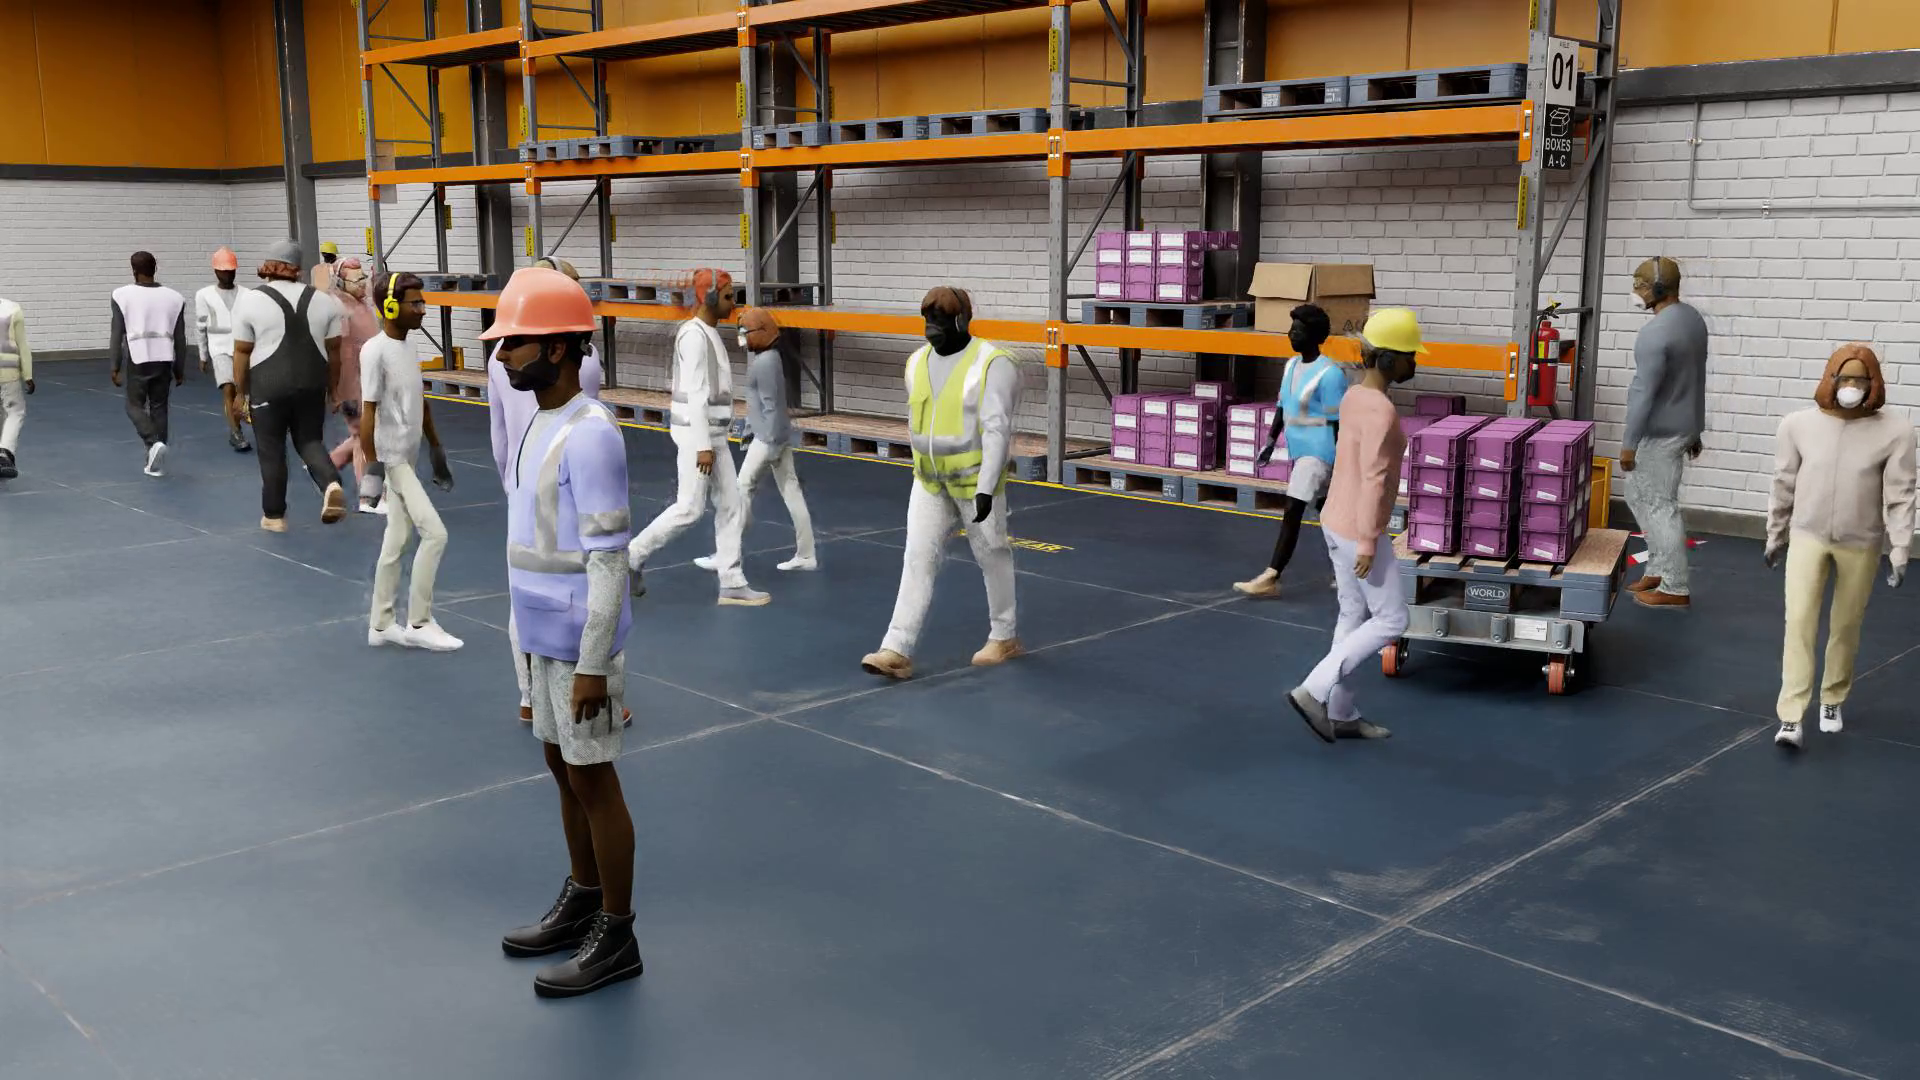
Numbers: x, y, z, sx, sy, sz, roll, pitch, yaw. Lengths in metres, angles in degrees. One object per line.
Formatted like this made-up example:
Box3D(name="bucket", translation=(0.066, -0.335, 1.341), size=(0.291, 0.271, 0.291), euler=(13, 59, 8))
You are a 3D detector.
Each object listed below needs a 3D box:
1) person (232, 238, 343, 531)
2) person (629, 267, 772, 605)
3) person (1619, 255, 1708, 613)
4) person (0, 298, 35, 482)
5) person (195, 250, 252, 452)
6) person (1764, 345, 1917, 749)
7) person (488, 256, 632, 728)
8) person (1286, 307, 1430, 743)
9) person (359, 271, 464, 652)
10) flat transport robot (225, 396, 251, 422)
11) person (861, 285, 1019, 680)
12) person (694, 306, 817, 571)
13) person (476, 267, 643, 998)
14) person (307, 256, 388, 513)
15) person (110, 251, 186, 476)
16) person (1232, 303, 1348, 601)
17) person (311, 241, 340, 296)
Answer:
Box3D(name="person", translation=(-4.547, -1.055, 11.299), size=(0.714, 2.000, 0.723), euler=(-10, 14, -43))
Box3D(name="person", translation=(-1.482, -0.549, 9.057), size=(0.828, 1.858, 0.596), euler=(1, 10, 7))
Box3D(name="person", translation=(3.735, -0.561, 8.942), size=(0.573, 1.912, 0.650), euler=(9, 14, 42))
Box3D(name="person", translation=(-7.897, -1.355, 13.537), size=(0.611, 1.815, 0.491), euler=(-3, 11, -17))
Box3D(name="person", translation=(-6.875, -1.788, 15.728), size=(0.563, 1.885, 0.986), euler=(-7, 13, -34))
Box3D(name="person", translation=(3.445, 0.040, 6.541), size=(0.520, 1.588, 0.839), euler=(6, 12, 29))
Box3D(name="person", translation=(-1.645, -0.172, 6.758), size=(0.629, 1.940, 0.379), euler=(9, 13, 39))
Box3D(name="person", translation=(1.580, -0.033, 6.522), size=(0.439, 1.749, 0.544), euler=(-1, 10, -3))
Box3D(name="person", translation=(-2.650, -0.371, 8.103), size=(0.662, 1.847, 0.541), euler=(0, 10, -3))
Box3D(name="flat transport robot", translation=(-7.604, -1.459, 18.329), size=(0.652, 0.197, 1.431), euler=(-7, 13, -35))
Box3D(name="person", translation=(-0.035, -0.253, 7.604), size=(0.635, 1.792, 0.946), euler=(7, 13, 35))
Box3D(name="person", translation=(-1.239, -0.589, 9.945), size=(0.812, 1.596, 0.531), euler=(1, 10, 4))
Box3D(name="person", translation=(-1.071, 0.249, 4.465), size=(0.356, 1.937, 0.552), euler=(-6, 12, -29))
Box3D(name="person", translation=(-4.427, -1.102, 12.012), size=(0.594, 1.876, 0.651), euler=(-1, 10, -4))
Box3D(name="person", translation=(-6.774, -1.468, 13.947), size=(0.556, 1.890, 0.639), euler=(10, 14, 44))
Box3D(name="person", translation=(1.980, -0.493, 9.299), size=(0.926, 1.649, 0.529), euler=(-2, 11, -12))
Box3D(name="person", translation=(-9.280, -3.432, 24.566), size=(0.594, 1.926, 0.366), euler=(4, 11, 22))
